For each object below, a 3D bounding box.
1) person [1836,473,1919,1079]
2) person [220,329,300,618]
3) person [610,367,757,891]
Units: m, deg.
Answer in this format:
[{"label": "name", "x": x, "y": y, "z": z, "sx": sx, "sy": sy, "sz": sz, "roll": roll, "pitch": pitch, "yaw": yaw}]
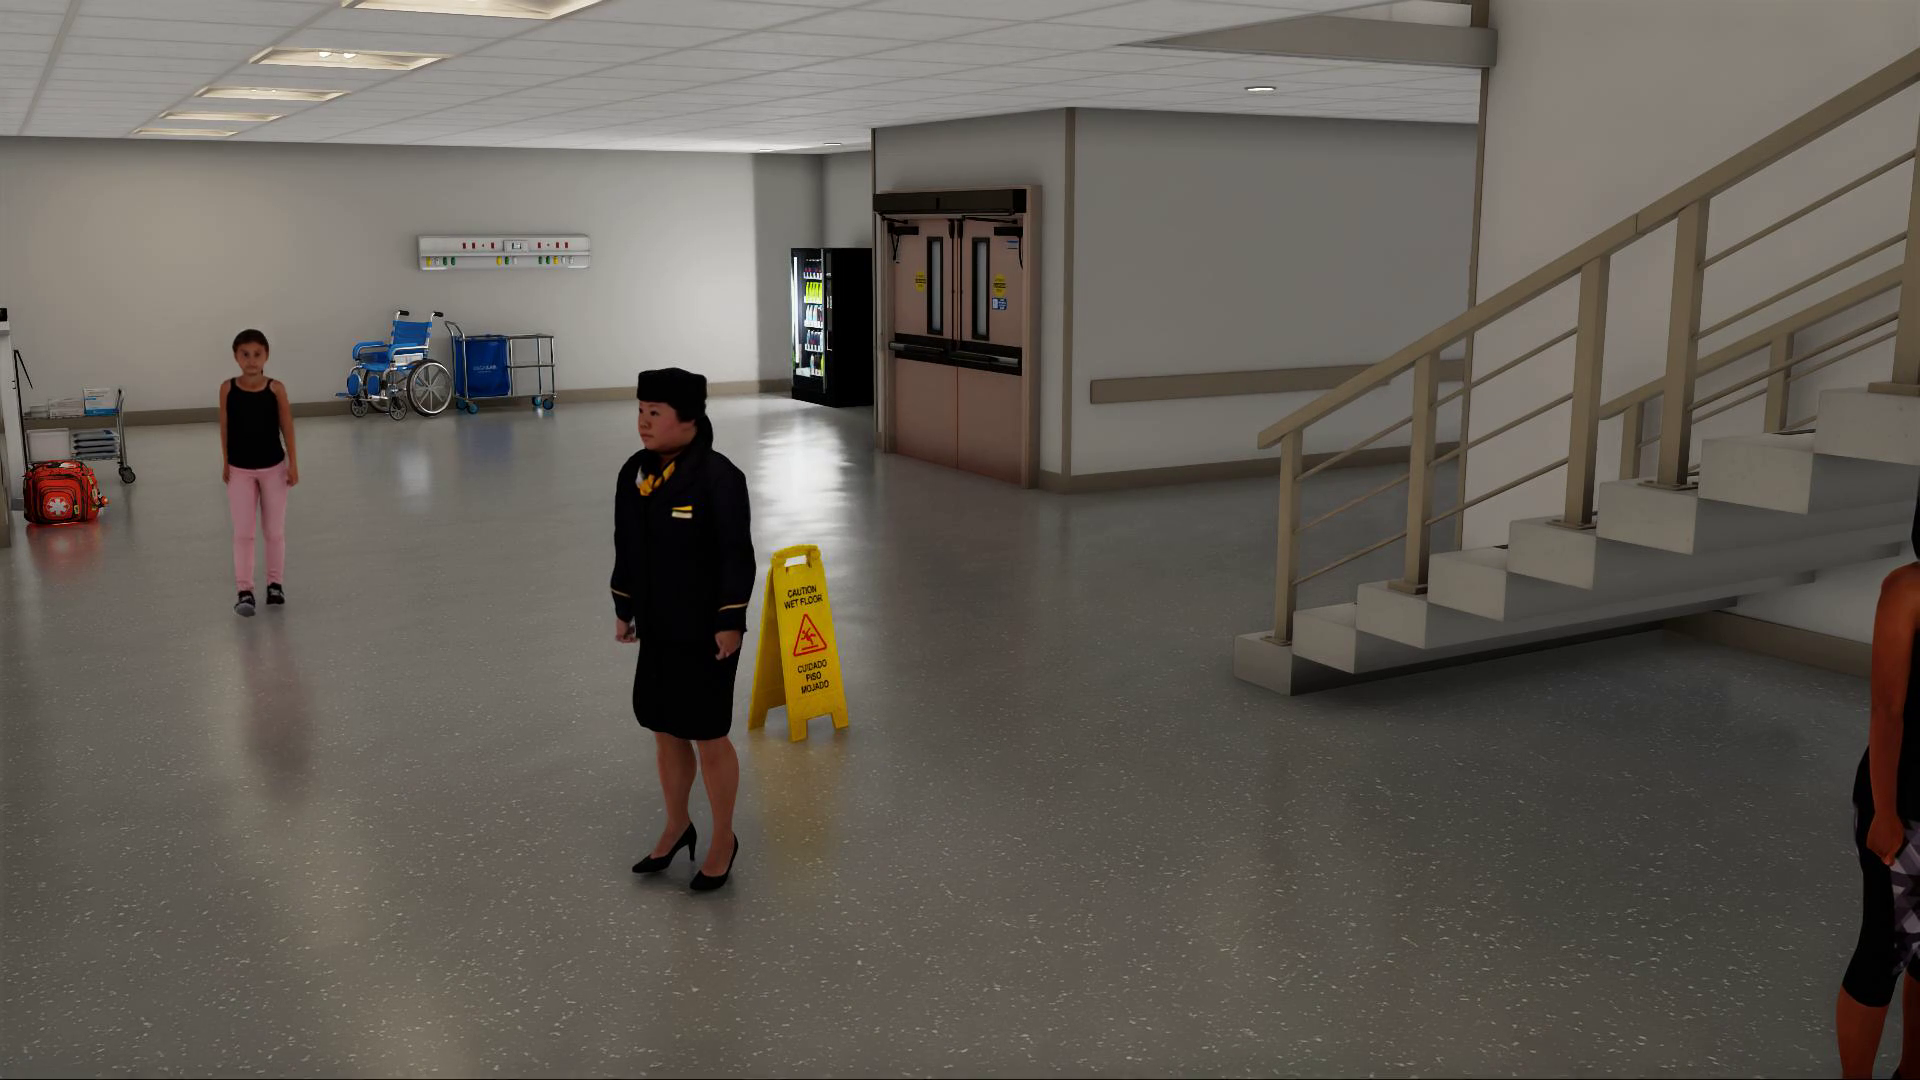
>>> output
[{"label": "person", "x": 2.220, "y": 0.581, "z": 3.785, "sx": 0.616, "sy": 1.661, "sz": 0.568, "roll": -4, "pitch": 11, "yaw": -18}, {"label": "person", "x": -3.844, "y": -0.371, "z": 9.128, "sx": 0.643, "sy": 1.539, "sz": 0.915, "roll": -4, "pitch": 11, "yaw": -18}, {"label": "person", "x": -0.873, "y": 0.283, "z": 5.328, "sx": 0.729, "sy": 1.671, "sz": 0.859, "roll": 7, "pitch": 13, "yaw": 34}]
